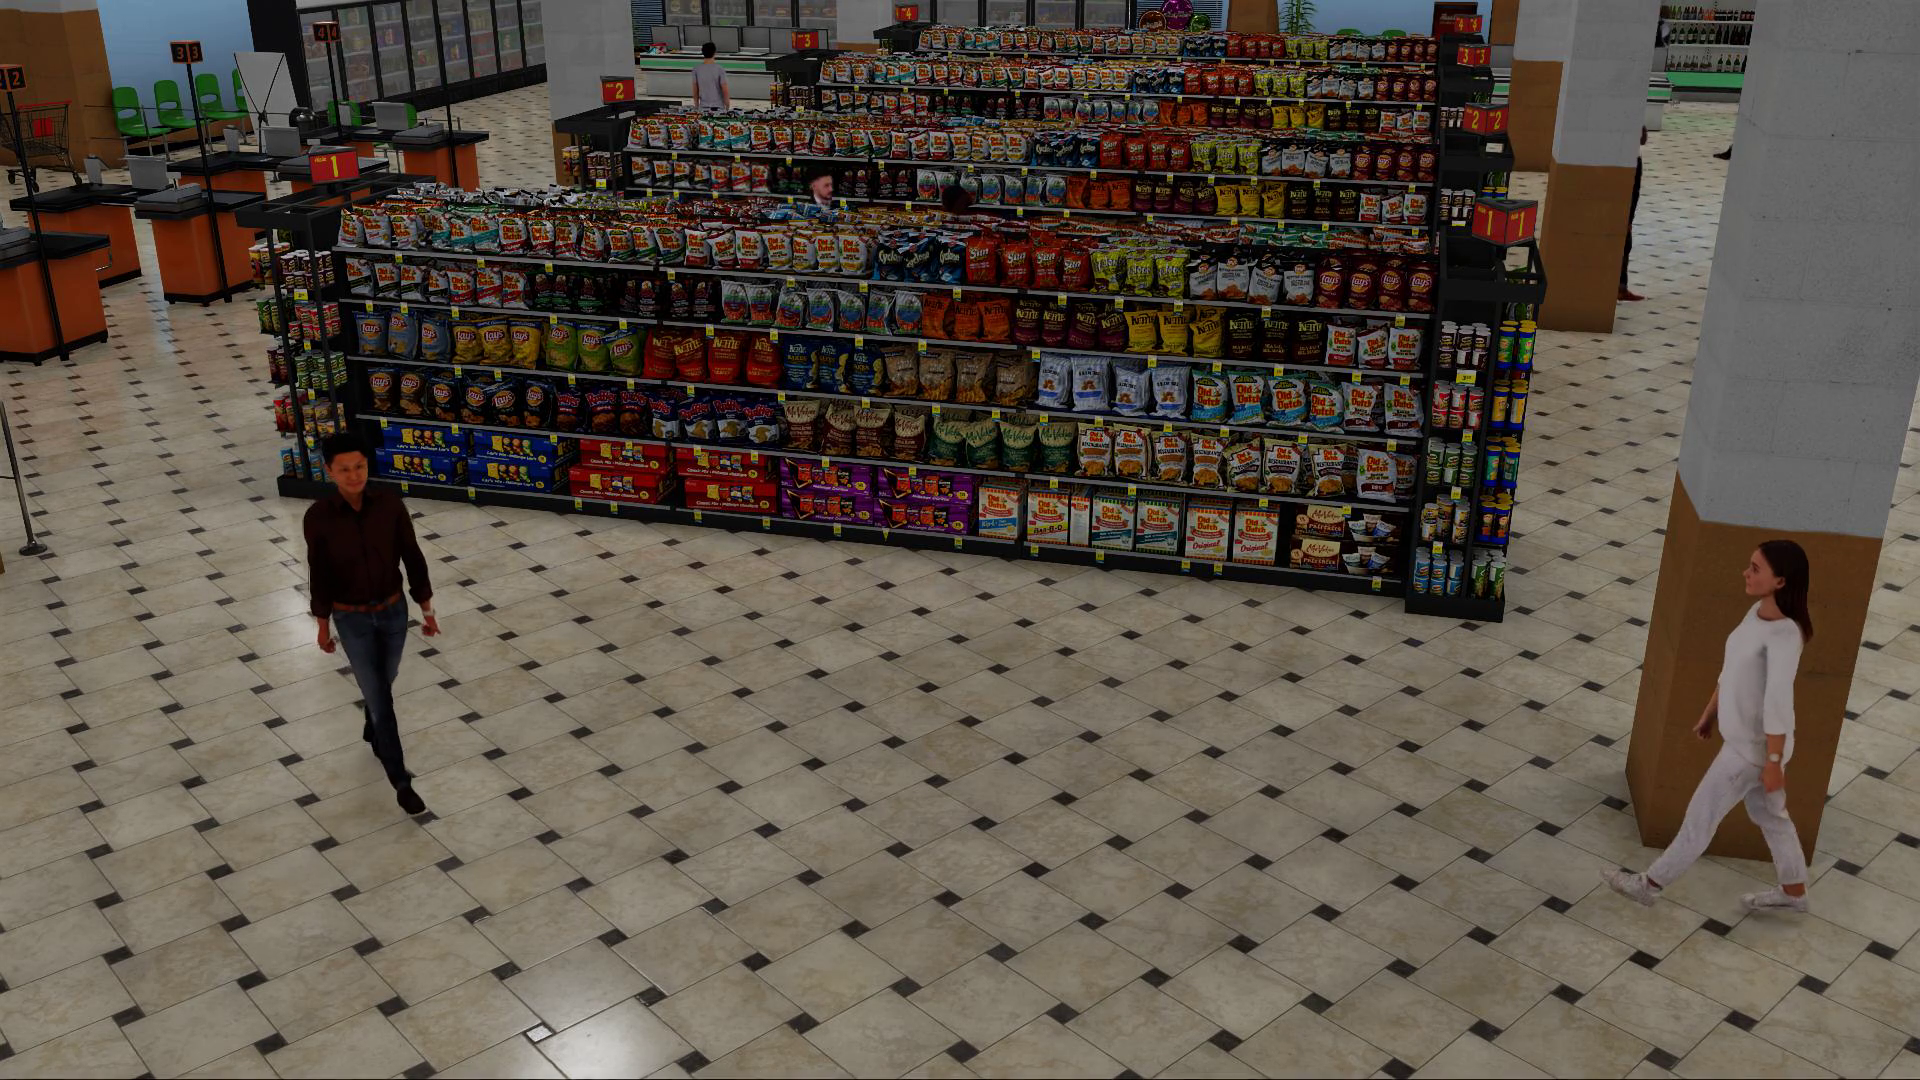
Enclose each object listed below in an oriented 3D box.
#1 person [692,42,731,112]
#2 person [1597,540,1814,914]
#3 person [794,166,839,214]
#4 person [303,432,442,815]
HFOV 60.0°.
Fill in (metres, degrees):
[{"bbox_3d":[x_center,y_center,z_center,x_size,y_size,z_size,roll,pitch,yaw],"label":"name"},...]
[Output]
[{"bbox_3d":[-3.487,-6.027,23.367,0.502,1.863,0.747,4,22,9],"label":"person"},{"bbox_3d":[3.249,0.811,6.647,1.046,1.643,0.608,6,23,14],"label":"person"},{"bbox_3d":[-1.261,-2.240,13.993,0.686,1.827,0.757,10,24,24],"label":"person"},{"bbox_3d":[-2.745,0.339,7.697,1.108,1.736,1.226,-15,26,-32],"label":"person"}]
